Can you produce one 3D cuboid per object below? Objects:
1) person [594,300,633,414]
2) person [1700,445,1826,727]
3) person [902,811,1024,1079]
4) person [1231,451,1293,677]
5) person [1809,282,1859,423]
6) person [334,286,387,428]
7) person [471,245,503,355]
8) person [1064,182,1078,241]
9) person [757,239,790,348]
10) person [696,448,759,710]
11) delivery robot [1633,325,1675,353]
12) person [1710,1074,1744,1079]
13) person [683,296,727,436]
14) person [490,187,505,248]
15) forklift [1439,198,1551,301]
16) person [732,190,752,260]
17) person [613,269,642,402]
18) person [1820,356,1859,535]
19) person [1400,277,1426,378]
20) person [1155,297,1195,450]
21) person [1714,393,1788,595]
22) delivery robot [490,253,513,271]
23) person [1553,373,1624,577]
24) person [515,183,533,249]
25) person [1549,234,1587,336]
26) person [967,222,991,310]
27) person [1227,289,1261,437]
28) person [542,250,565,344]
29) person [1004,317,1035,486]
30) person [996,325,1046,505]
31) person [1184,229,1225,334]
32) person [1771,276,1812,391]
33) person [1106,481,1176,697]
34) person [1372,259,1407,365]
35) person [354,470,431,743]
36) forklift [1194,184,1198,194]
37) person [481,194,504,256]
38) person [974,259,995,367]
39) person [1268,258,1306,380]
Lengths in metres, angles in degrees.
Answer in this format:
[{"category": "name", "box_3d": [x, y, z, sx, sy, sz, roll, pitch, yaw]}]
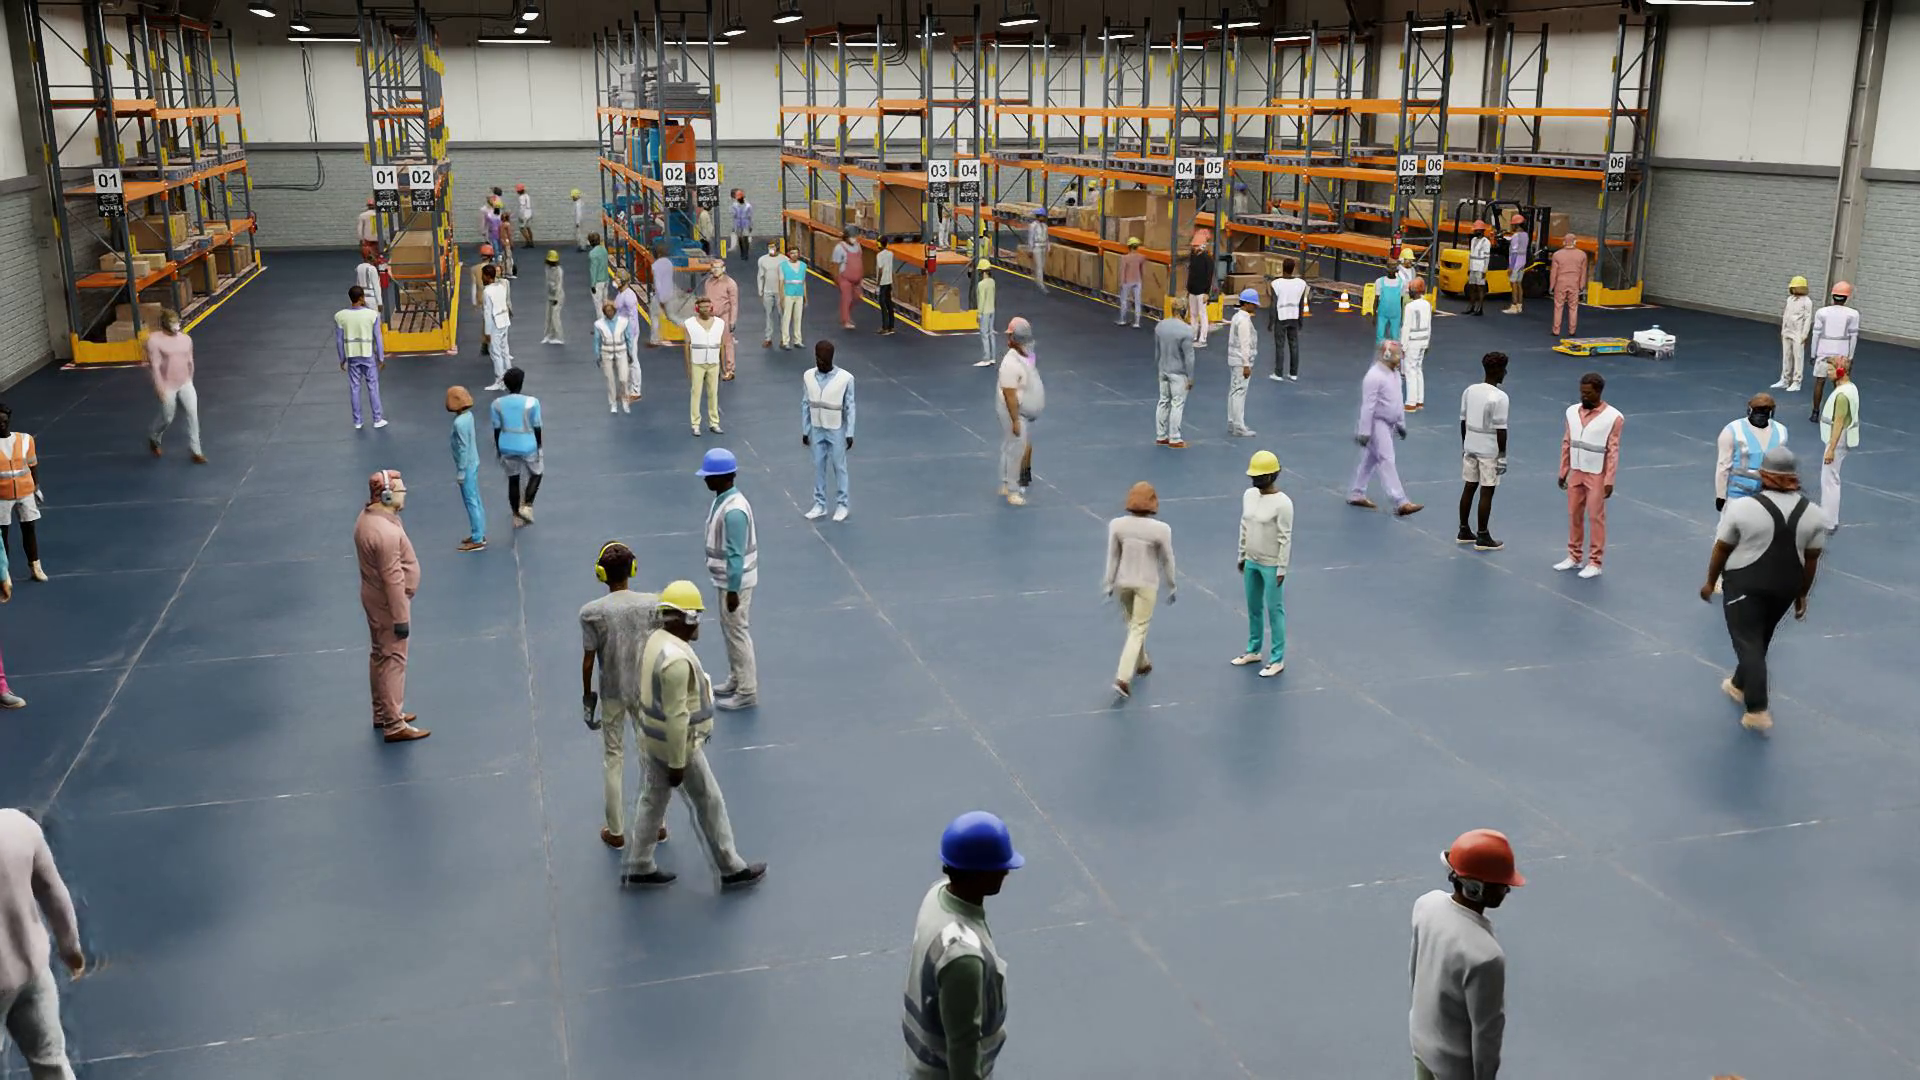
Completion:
[{"category": "person", "box_3d": [-4.861, -2.560, 23.387, 0.522, 1.609, 0.612, -3, 15, -12]}, {"category": "person", "box_3d": [5.724, 0.290, 11.847, 0.682, 2.000, 1.002, -1, 15, -2]}, {"category": "person", "box_3d": [0.009, 1.890, 6.038, 0.428, 1.939, 0.600, -2, 15, -7]}, {"category": "person", "box_3d": [2.327, 0.172, 12.834, 0.332, 1.760, 0.528, -9, 18, -32]}, {"category": "person", "box_3d": [11.945, -2.561, 22.770, 0.548, 1.937, 0.379, 9, 17, 29]}, {"category": "person", "box_3d": [-8.081, -2.462, 22.443, 0.590, 1.914, 0.386, -2, 15, -6]}, {"category": "person", "box_3d": [-8.229, -4.204, 29.065, 0.563, 1.889, 1.007, 3, 15, 10]}, {"category": "person", "box_3d": [3.433, -10.177, 51.624, 0.550, 1.843, 0.360, -8, 17, -27]}, {"category": "person", "box_3d": [-3.311, -4.408, 29.718, 0.637, 1.938, 0.357, 3, 15, 9]}, {"category": "person", "box_3d": [-1.685, 0.275, 12.113, 0.423, 1.935, 0.612, -5, 16, -17]}, {"category": "delivery robot", "box_3d": [11.915, -3.436, 28.534, 0.477, 0.478, 0.707, -6, 16, -20]}, {"category": "person", "box_3d": [2.268, 2.371, 4.966, 0.511, 1.534, 0.995, -1, 15, -2]}, {"category": "person", "box_3d": [-3.368, -2.311, 22.004, 0.564, 1.847, 0.396, -7, 17, -26]}, {"category": "person", "box_3d": [-13.702, -9.543, 49.314, 0.536, 1.810, 0.644, -13, 20, -41]}, {"category": "forklift", "box_3d": [11.913, -6.508, 37.130, 2.313, 2.155, 1.214, -4, 15, -15]}, {"category": "person", "box_3d": [-5.993, -8.701, 45.948, 0.560, 1.908, 0.683, 2, 15, 8]}, {"category": "person", "box_3d": [-4.884, -2.989, 24.381, 0.373, 1.941, 0.627, -6, 16, -23]}, {"category": "person", "box_3d": [8.942, -0.965, 16.979, 0.411, 1.831, 0.572, 8, 17, 27]}, {"category": "person", "box_3d": [7.185, -3.355, 26.361, 0.282, 1.628, 0.504, -7, 16, -24]}, {"category": "person", "box_3d": [2.723, -2.105, 21.084, 0.385, 1.929, 0.635, -11, 19, -37]}, {"category": "person", "box_3d": [7.056, -0.405, 14.856, 0.630, 1.836, 0.429, -1, 15, -5]}, {"category": "delivery robot", "box_3d": [-11.610, -7.013, 41.993, 0.707, 0.478, 0.477, 12, 19, 38]}, {"category": "person", "box_3d": [5.869, -0.617, 15.518, 0.402, 1.910, 0.598, -9, 17, -31]}, {"category": "person", "box_3d": [-12.930, -9.601, 49.304, 0.408, 1.920, 0.635, 0, 15, 0]}, {"category": "person", "box_3d": [11.353, -4.762, 31.127, 0.636, 1.902, 0.406, 2, 15, 8]}, {"category": "person", "box_3d": [0.407, -5.596, 34.211, 0.593, 1.924, 0.381, -11, 19, -36]}, {"category": "person", "box_3d": [3.730, -2.337, 21.930, 0.403, 1.937, 0.604, 0, 15, -2]}, {"category": "person", "box_3d": [-7.389, -4.412, 30.188, 0.353, 1.712, 0.552, -14, 20, -42]}, {"category": "person", "box_3d": [0.676, -1.586, 19.104, 0.358, 1.937, 0.548, 4, 15, 14]}, {"category": "person", "box_3d": [0.678, -1.434, 18.334, 0.534, 2.000, 0.773, 4, 15, 14]}, {"category": "person", "box_3d": [4.553, -4.805, 31.109, 1.054, 1.989, 0.632, -5, 16, -18]}, {"category": "person", "box_3d": [12.711, -3.149, 25.361, 0.325, 1.740, 0.492, -4, 15, -15]}, {"category": "person", "box_3d": [1.325, 0.361, 12.466, 0.508, 1.601, 0.853, 9, 17, 30]}, {"category": "person", "box_3d": [6.946, -3.622, 26.939, 0.514, 1.844, 0.333, 3, 15, 11]}, {"category": "person", "box_3d": [-3.934, 0.447, 11.543, 0.395, 1.898, 0.640, -9, 17, -30]}, {"category": "forklift", "box_3d": [7.392, -11.333, 53.972, 1.873, 2.768, 1.129, -4, 15, -15]}, {"category": "person", "box_3d": [-12.488, -8.343, 44.658, 0.699, 1.869, 0.531, -14, 20, -41]}, {"category": "person", "box_3d": [0.404, -3.772, 27.658, 0.317, 1.767, 0.535, 7, 16, 25]}, {"category": "person", "box_3d": [5.163, -3.478, 26.259, 0.597, 1.916, 0.371, -4, 15, -14]}]
